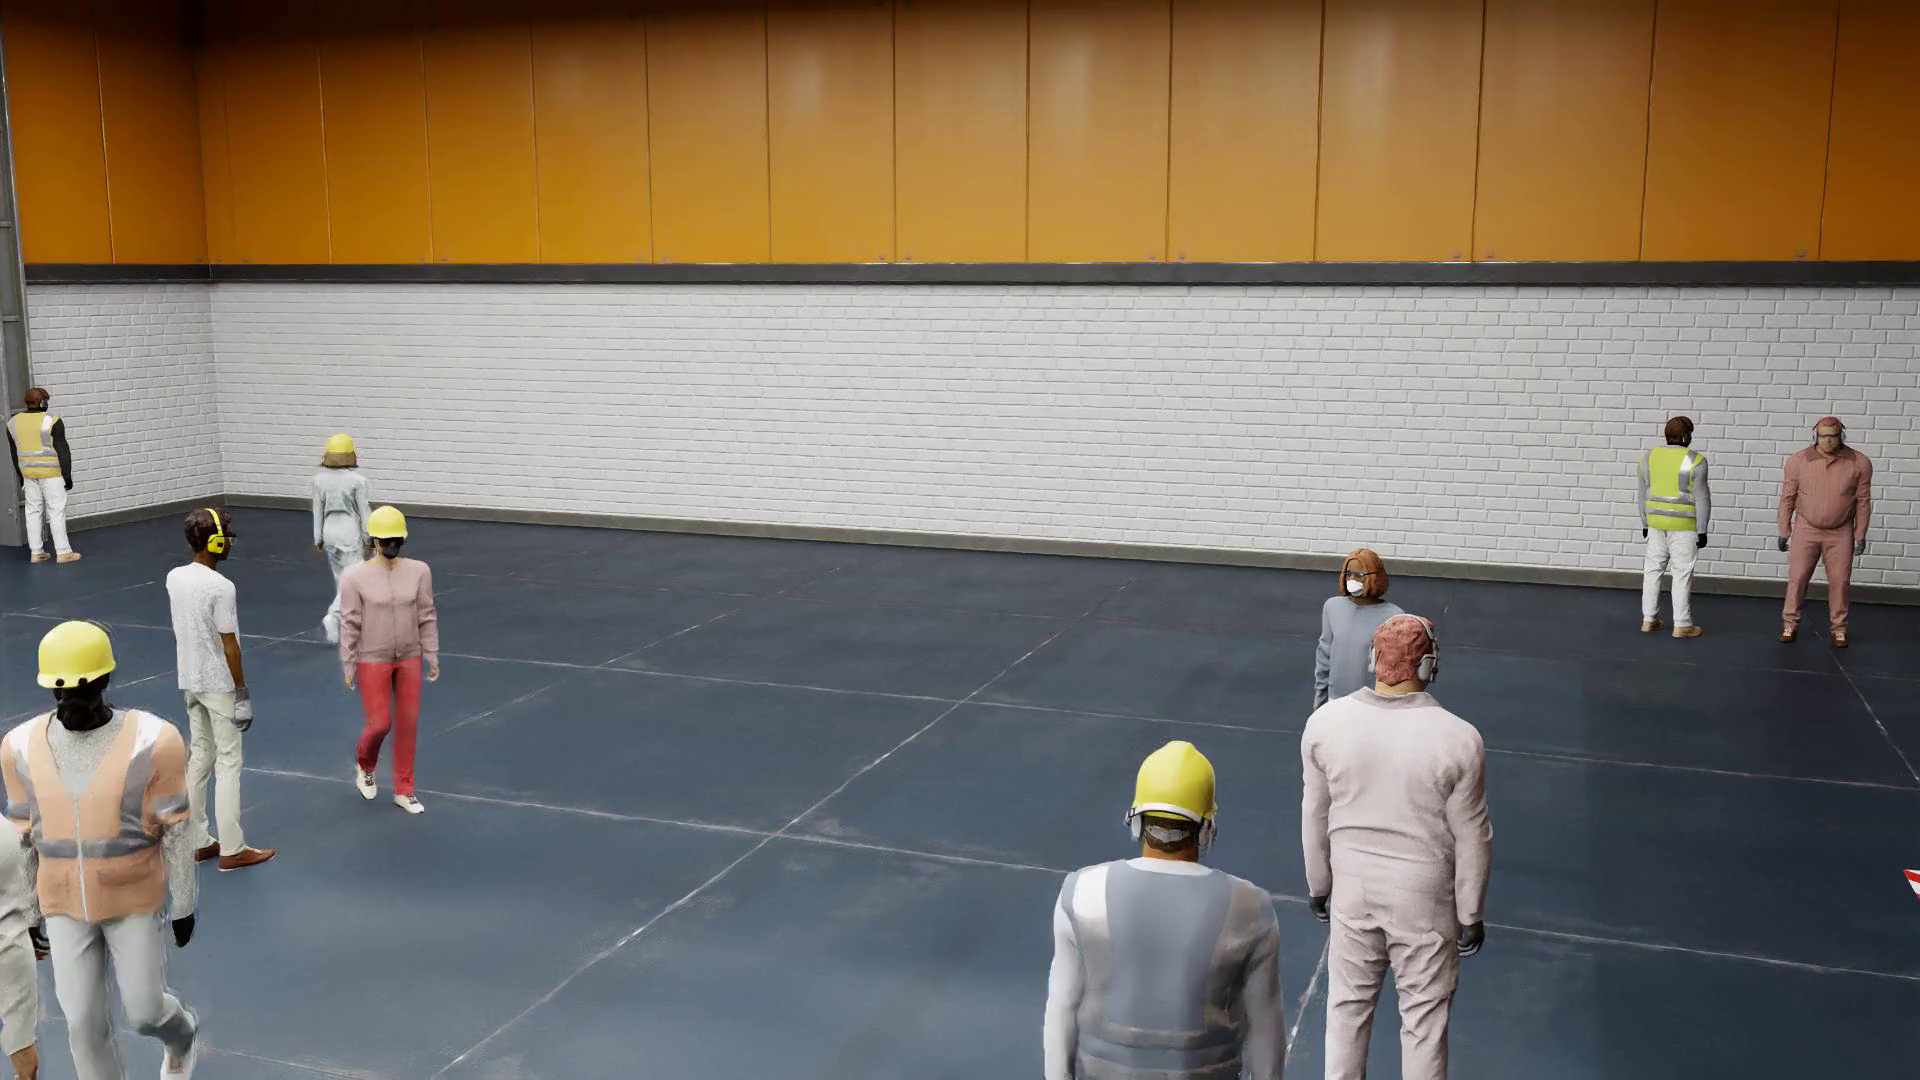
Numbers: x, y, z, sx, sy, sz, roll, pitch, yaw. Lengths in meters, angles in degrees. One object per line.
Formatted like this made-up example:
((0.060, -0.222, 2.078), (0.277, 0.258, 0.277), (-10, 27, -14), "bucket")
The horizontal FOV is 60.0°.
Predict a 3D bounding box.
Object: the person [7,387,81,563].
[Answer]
((-9.561, -0.675, 17.373), (0.627, 1.844, 0.429), (1, 9, 5), "person")

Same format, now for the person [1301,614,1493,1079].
((1.478, 1.189, 5.631), (0.640, 1.902, 0.407), (6, 11, 34), "person")

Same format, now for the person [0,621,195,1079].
((-2.892, 1.181, 5.675), (0.585, 1.908, 0.639), (-1, 9, -7), "person")

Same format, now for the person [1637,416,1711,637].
((5.970, -0.115, 13.897), (0.429, 1.845, 0.627), (-6, 11, -35), "person")

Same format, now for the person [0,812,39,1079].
((-2.846, 1.361, 4.468), (0.660, 1.924, 0.444), (-1, 9, -3), "person")

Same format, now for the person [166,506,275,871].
((-3.769, 0.758, 8.446), (0.512, 1.860, 0.339), (6, 11, 31), "person")

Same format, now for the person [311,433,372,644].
((-5.094, -0.013, 13.657), (0.490, 1.722, 0.735), (2, 9, 9), "person")

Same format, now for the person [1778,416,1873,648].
((6.996, -0.068, 13.486), (0.659, 1.891, 0.401), (4, 10, 25), "person")

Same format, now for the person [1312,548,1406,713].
((2.049, 0.848, 8.563), (0.498, 1.634, 0.278), (8, 12, 40), "person")

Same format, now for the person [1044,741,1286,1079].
((0.547, 1.424, 4.420), (0.630, 1.816, 0.477), (2, 9, 10), "person")

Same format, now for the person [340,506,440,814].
((-3.208, 0.664, 9.346), (0.533, 1.752, 0.438), (-8, 12, -41), "person")
